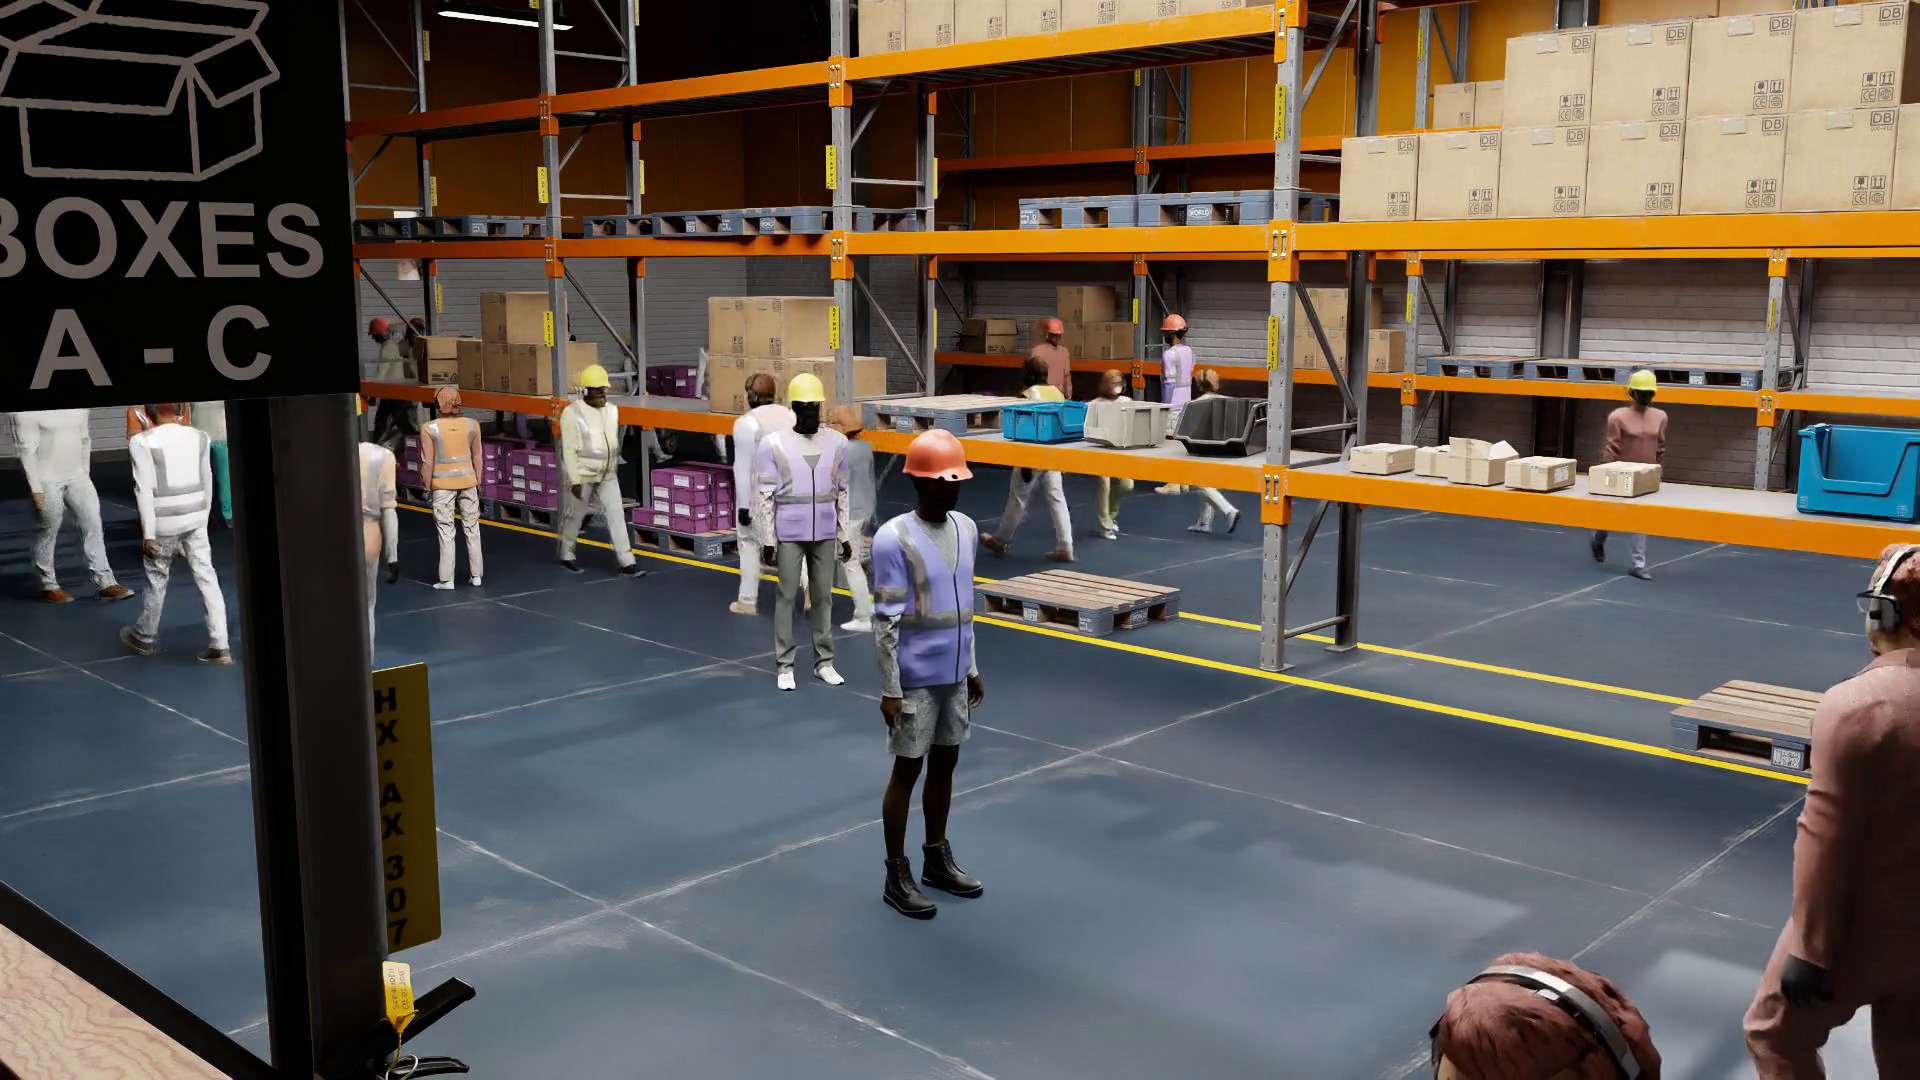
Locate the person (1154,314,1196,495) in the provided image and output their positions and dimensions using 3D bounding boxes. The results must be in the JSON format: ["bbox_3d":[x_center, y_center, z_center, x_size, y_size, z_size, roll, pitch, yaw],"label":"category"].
[{"bbox_3d":[2.428,-1.534,18.906,0.379,2.045,0.605,6,11,34],"label":"person"}]

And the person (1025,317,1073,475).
[{"bbox_3d":[1.077,-1.791,20.705,0.647,1.970,0.602,-7,12,-39],"label":"person"}]

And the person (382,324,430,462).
[{"bbox_3d":[-7.166,-1.888,21.720,0.692,1.843,0.526,-2,10,-15],"label":"person"}]

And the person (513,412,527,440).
[{"bbox_3d":[-6.202,-2.240,23.672,0.403,1.904,0.637,-2,10,-14],"label":"person"}]

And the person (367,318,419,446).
[{"bbox_3d":[-7.331,-1.903,21.512,0.952,1.939,0.596,-3,10,-17],"label":"person"}]

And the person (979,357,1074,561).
[{"bbox_3d":[0.635,-0.715,14.658,0.972,1.788,0.654,8,12,40],"label":"person"}]

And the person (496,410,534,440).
[{"bbox_3d":[-6.704,-2.297,24.750,0.539,1.656,0.728,4,10,21],"label":"person"}]

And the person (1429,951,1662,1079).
[{"bbox_3d":[0.548,1.339,1.730,0.409,1.903,0.639,-8,12,-41],"label":"person"}]

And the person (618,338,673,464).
[{"bbox_3d":[-4.215,-1.824,21.755,0.915,1.698,0.502,5,10,26],"label":"person"}]

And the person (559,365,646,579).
[{"bbox_3d":[-3.038,-0.565,13.801,0.947,1.777,0.600,8,12,40],"label":"person"}]

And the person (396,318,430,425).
[{"bbox_3d":[-7.268,-2.031,22.382,0.655,1.904,0.407,4,10,25],"label":"person"}]

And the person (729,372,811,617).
[{"bbox_3d":[-1.369,-0.314,12.138,0.797,1.817,0.631,9,13,42],"label":"person"}]

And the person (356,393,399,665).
[{"bbox_3d":[-3.600,0.037,9.757,0.596,1.891,0.930,-4,10,-21],"label":"person"}]

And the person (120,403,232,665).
[{"bbox_3d":[-5.133,-0.110,10.840,0.998,1.824,0.598,6,11,32],"label":"person"}]

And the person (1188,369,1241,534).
[{"bbox_3d":[2.434,-0.834,15.911,0.522,1.613,0.620,-9,13,-44],"label":"person"}]

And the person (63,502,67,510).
[{"bbox_3d":[-9.646,-1.238,17.670,0.509,1.862,0.321,2,10,13],"label":"person"}]

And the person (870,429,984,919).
[{"bbox_3d":[-0.097,0.521,6.631,0.370,1.935,0.552,8,12,41],"label":"person"}]

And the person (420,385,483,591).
[{"bbox_3d":[-4.038,-0.410,13.246,0.514,1.642,0.310,-8,12,-40],"label":"person"}]

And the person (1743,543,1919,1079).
[{"bbox_3d":[2.296,0.943,4.178,0.686,1.890,0.485,-3,10,-17],"label":"person"}]

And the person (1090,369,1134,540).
[{"bbox_3d":[1.440,-0.809,15.732,0.528,1.619,0.362,-4,10,-24],"label":"person"}]

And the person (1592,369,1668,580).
[{"bbox_3d":[5.590,-0.565,13.897,0.528,1.744,0.666,-1,9,-6],"label":"person"}]

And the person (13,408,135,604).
[{"bbox_3d":[-6.704,-0.426,12.531,0.916,1.899,0.658,4,10,23],"label":"person"}]

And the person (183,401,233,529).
[{"bbox_3d":[-7.329,-0.964,16.265,0.532,1.767,0.328,-5,10,-26],"label":"person"}]

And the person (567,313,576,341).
[{"bbox_3d":[-6.062,-2.538,25.439,0.589,1.922,0.392,6,11,32],"label":"person"}]

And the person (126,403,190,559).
[{"bbox_3d":[-6.995,-0.655,14.582,0.537,1.695,0.320,-8,12,-40],"label":"person"}]

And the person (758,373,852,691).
[{"bbox_3d":[-0.935,-0.051,10.166,0.587,1.930,0.363,-4,10,-25],"label":"person"}]

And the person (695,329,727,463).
[{"bbox_3d":[-3.268,-1.970,22.209,0.605,1.836,0.893,-6,11,-32],"label":"person"}]

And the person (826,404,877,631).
[{"bbox_3d":[-0.781,-0.150,11.711,0.401,1.615,0.516,5,10,27],"label":"person"}]

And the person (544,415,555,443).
[{"bbox_3d":[-4.775,-1.543,19.671,0.658,1.819,0.509,2,9,9],"label":"person"}]
